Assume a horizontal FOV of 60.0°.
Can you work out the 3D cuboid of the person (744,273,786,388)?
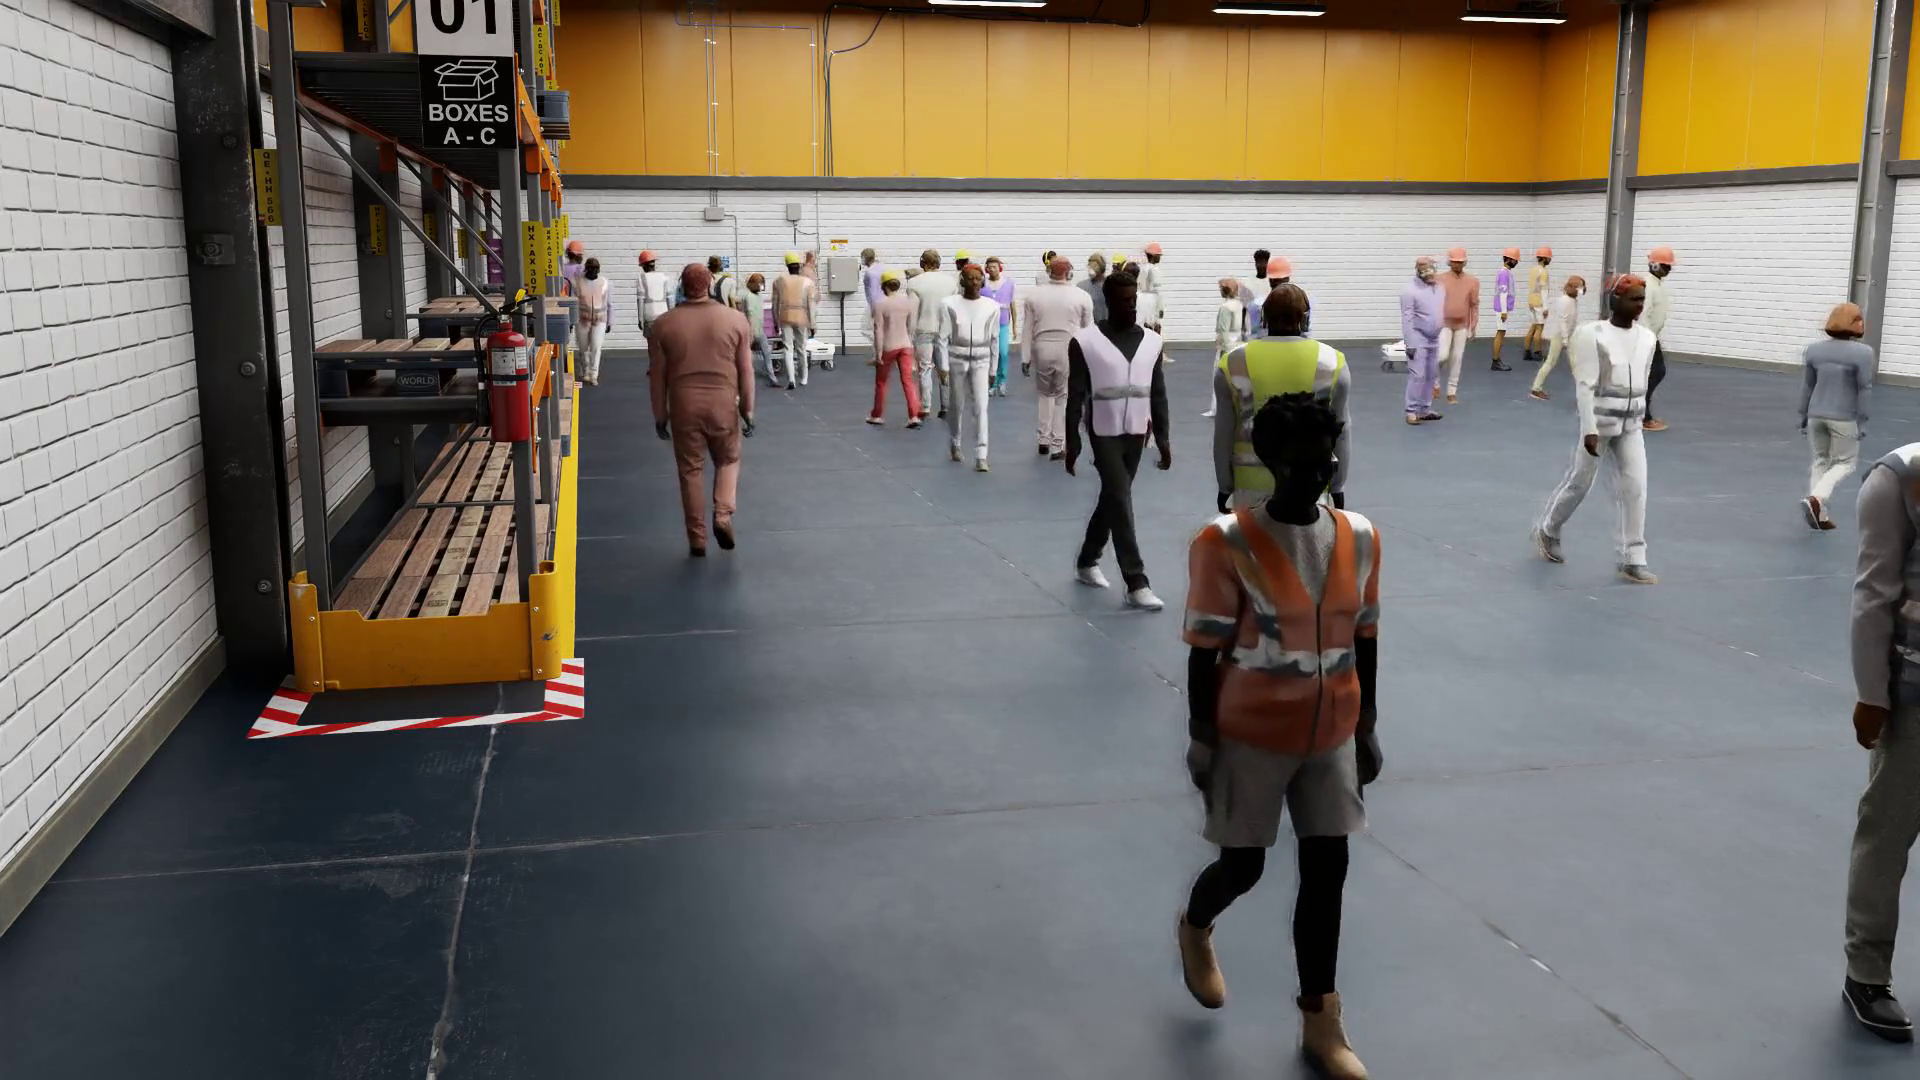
[{"bbox_3d":[-2.870,-2.871,22.895,0.873,1.594,0.486,5,11,24],"label":"person"}]

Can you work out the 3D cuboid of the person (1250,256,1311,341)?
[{"bbox_3d":[2.875,-1.591,14.932,0.557,1.904,0.938,3,11,16],"label":"person"}]

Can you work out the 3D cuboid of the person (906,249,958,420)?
[{"bbox_3d":[-0.324,-2.326,18.874,0.635,1.937,0.352,-5,11,-26],"label":"person"}]

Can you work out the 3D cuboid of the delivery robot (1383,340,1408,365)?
[{"bbox_3d":[6.903,-2.911,25.692,0.707,0.478,0.477,1,10,4],"label":"delivery robot"}]

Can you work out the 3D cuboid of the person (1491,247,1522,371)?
[{"bbox_3d":[8.545,-3.608,26.014,0.385,1.925,0.550,4,11,19],"label":"person"}]

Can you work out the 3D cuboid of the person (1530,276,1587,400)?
[{"bbox_3d":[7.690,-2.546,21.072,0.892,1.581,0.533,10,14,44],"label":"person"}]

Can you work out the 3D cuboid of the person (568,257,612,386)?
[{"bbox_3d":[-5.247,-3.105,23.577,0.646,1.806,0.803,-3,11,-19],"label":"person"}]

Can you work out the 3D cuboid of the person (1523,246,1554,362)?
[{"bbox_3d":[9.765,-3.971,27.996,0.369,1.937,0.549,-1,10,-5],"label":"person"}]

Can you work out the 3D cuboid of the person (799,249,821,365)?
[{"bbox_3d":[-2.470,-3.781,27.086,0.420,1.886,0.679,-4,11,-20],"label":"person"}]

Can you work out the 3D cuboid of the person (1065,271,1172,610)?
[{"bbox_3d":[0.905,-0.591,9.473,0.605,1.872,0.987,-6,12,-28],"label":"person"}]

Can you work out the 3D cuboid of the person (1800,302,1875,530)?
[{"bbox_3d":[6.011,-0.833,11.507,0.519,1.620,0.506,-6,12,-31],"label":"person"}]

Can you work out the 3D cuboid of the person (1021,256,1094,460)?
[{"bbox_3d":[0.934,-1.700,15.553,0.672,1.882,0.593,3,11,16],"label":"person"}]

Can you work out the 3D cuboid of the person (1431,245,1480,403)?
[{"bbox_3d":[6.159,-2.679,20.756,0.611,1.973,0.431,1,10,4],"label":"person"}]

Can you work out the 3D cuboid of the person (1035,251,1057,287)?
[{"bbox_3d":[1.365,-3.463,25.356,0.521,1.877,0.325,-10,14,-43],"label":"person"}]

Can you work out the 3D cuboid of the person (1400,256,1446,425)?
[{"bbox_3d":[5.157,-2.206,18.435,0.777,1.865,0.473,-8,13,-36],"label":"person"}]

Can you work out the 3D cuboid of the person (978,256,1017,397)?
[{"bbox_3d":[0.437,-2.761,21.600,0.582,1.824,0.588,1,10,6],"label":"person"}]

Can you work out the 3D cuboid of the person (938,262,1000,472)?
[{"bbox_3d":[0.074,-1.573,14.986,0.568,1.848,0.964,-1,10,-6],"label":"person"}]

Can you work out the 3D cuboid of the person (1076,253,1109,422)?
[{"bbox_3d":[1.556,-2.296,18.871,0.636,1.893,1.007,10,14,43],"label":"person"}]

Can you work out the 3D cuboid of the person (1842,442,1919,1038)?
[{"bbox_3d":[2.572,0.365,4.254,0.588,1.835,0.403,-1,10,-6],"label":"person"}]

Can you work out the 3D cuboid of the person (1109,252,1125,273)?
[{"bbox_3d":[2.762,-4.045,28.726,0.430,1.820,0.593,-4,11,-23],"label":"person"}]

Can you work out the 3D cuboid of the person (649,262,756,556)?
[{"bbox_3d":[-1.662,-0.838,10.747,0.676,1.891,0.432,-1,10,-8],"label":"person"}]

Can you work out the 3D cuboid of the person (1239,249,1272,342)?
[{"bbox_3d":[3.931,-2.824,21.684,0.601,1.927,0.987,0,10,-1],"label":"person"}]

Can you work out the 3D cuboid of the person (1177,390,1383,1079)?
[{"bbox_3d":[0.793,0.465,4.123,0.540,1.683,0.607,-4,11,-20],"label":"person"}]

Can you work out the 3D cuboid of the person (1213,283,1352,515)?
[{"bbox_3d":[1.480,-0.257,7.682,0.626,1.844,0.429,2,10,11],"label":"person"}]

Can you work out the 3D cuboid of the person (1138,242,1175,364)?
[{"bbox_3d":[3.060,-3.846,27.130,0.994,2.008,0.621,-3,11,-19],"label":"person"}]

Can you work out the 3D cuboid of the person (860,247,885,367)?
[{"bbox_3d":[-1.405,-3.736,26.754,0.437,1.917,0.644,1,10,7],"label":"person"}]

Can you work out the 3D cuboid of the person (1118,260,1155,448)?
[{"bbox_3d":[1.678,-1.816,16.323,0.533,1.849,0.784,-9,13,-40],"label":"person"}]

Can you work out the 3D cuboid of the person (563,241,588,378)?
[{"bbox_3d":[-5.662,-3.365,24.438,0.612,2.020,0.516,6,12,28],"label":"person"}]

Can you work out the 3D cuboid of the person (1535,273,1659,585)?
[{"bbox_3d":[3.941,-0.703,10.178,0.569,1.852,0.950,-3,11,-14],"label":"person"}]

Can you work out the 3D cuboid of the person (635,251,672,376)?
[{"bbox_3d":[-4.492,-3.321,24.592,0.570,1.877,0.957,-6,12,-28],"label":"person"}]

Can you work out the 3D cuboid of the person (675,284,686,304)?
[{"bbox_3d":[-4.083,-3.372,25.402,0.537,1.682,0.362,5,11,24],"label":"person"}]

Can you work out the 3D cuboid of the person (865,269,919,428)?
[{"bbox_3d":[-0.713,-2.083,18.150,0.524,1.723,0.896,-6,12,-30],"label":"person"}]

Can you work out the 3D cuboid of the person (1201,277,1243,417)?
[{"bbox_3d":[3.130,-2.191,19.009,0.648,1.615,0.526,6,12,32],"label":"person"}]

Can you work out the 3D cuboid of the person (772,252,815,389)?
[{"bbox_3d":[-2.291,-3.032,22.966,0.584,1.874,0.995,-1,10,-7],"label":"person"}]

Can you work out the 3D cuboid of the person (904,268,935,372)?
[{"bbox_3d":[-0.608,-3.406,25.747,0.545,1.614,0.536,-5,12,-27],"label":"person"}]

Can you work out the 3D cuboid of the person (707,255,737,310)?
[{"bbox_3d":[-3.291,-2.956,22.686,0.552,1.820,0.656,0,10,-2],"label":"person"}]

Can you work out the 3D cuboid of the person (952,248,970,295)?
[{"bbox_3d":[0.063,-3.659,26.333,0.411,1.909,0.594,1,10,6],"label":"person"}]

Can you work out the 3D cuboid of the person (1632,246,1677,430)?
[{"bbox_3d":[7.410,-2.162,17.888,0.551,1.975,0.682,7,12,33],"label":"person"}]

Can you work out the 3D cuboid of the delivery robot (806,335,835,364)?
[{"bbox_3d":[-2.313,-2.944,25.878,0.707,0.478,0.477,-5,11,-27],"label":"delivery robot"}]
